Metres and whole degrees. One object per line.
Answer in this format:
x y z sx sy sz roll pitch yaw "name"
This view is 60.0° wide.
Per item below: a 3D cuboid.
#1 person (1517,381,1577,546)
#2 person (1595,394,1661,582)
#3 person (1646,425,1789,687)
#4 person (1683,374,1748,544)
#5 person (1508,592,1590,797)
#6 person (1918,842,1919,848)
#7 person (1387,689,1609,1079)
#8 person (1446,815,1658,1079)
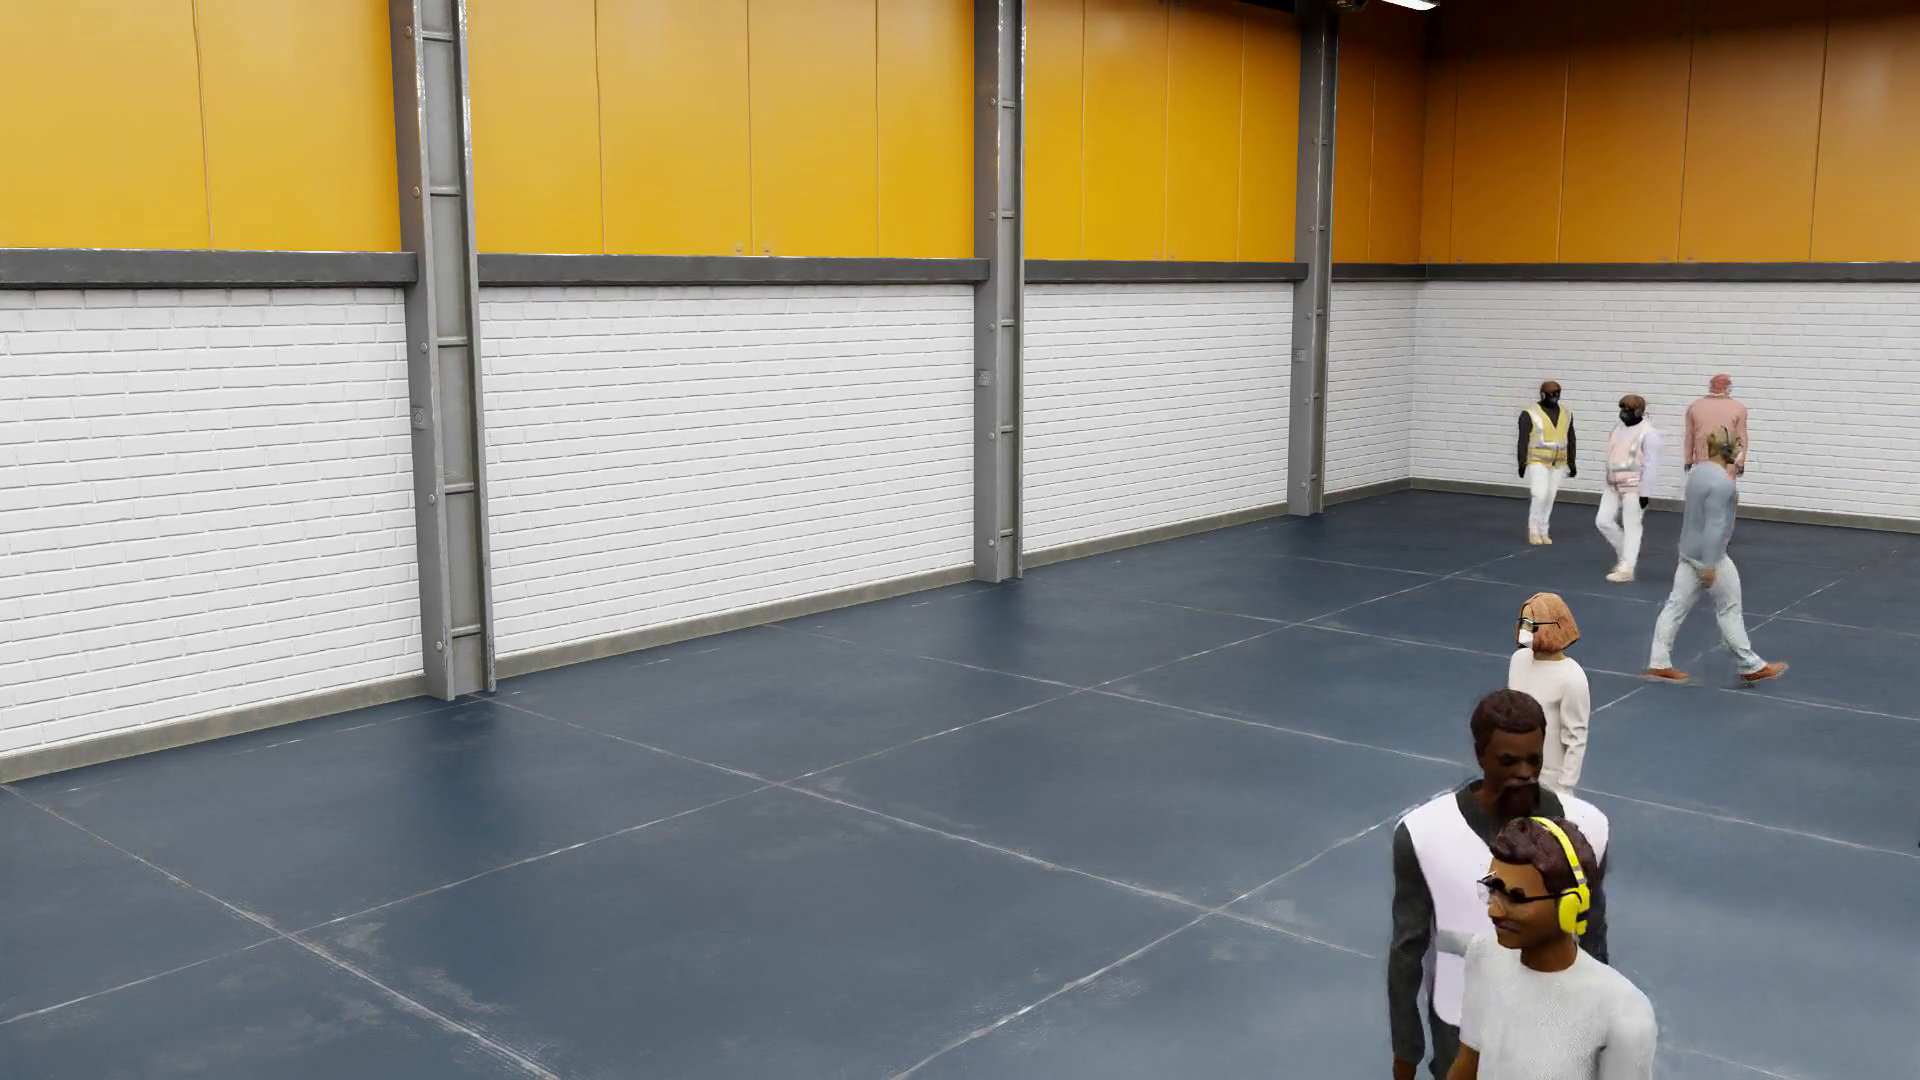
6.491 -0.834 18.295 0.629 1.826 0.568 -2 9 -13 "person"
6.482 -0.501 16.149 0.442 1.832 0.650 -3 10 -18 "person"
5.496 0.126 12.005 1.023 1.891 0.646 1 9 4 "person"
8.332 -0.882 18.384 0.660 1.892 0.398 7 12 39 "person"
2.483 1.030 7.165 0.285 1.633 0.497 -3 10 -18 "person"
5.279 0.676 8.542 0.597 1.907 0.496 9 12 43 "person"
1.455 1.312 4.584 0.603 1.894 0.706 -1 9 -5 "person"
1.202 1.489 3.605 0.581 1.850 0.503 -3 10 -18 "person"
